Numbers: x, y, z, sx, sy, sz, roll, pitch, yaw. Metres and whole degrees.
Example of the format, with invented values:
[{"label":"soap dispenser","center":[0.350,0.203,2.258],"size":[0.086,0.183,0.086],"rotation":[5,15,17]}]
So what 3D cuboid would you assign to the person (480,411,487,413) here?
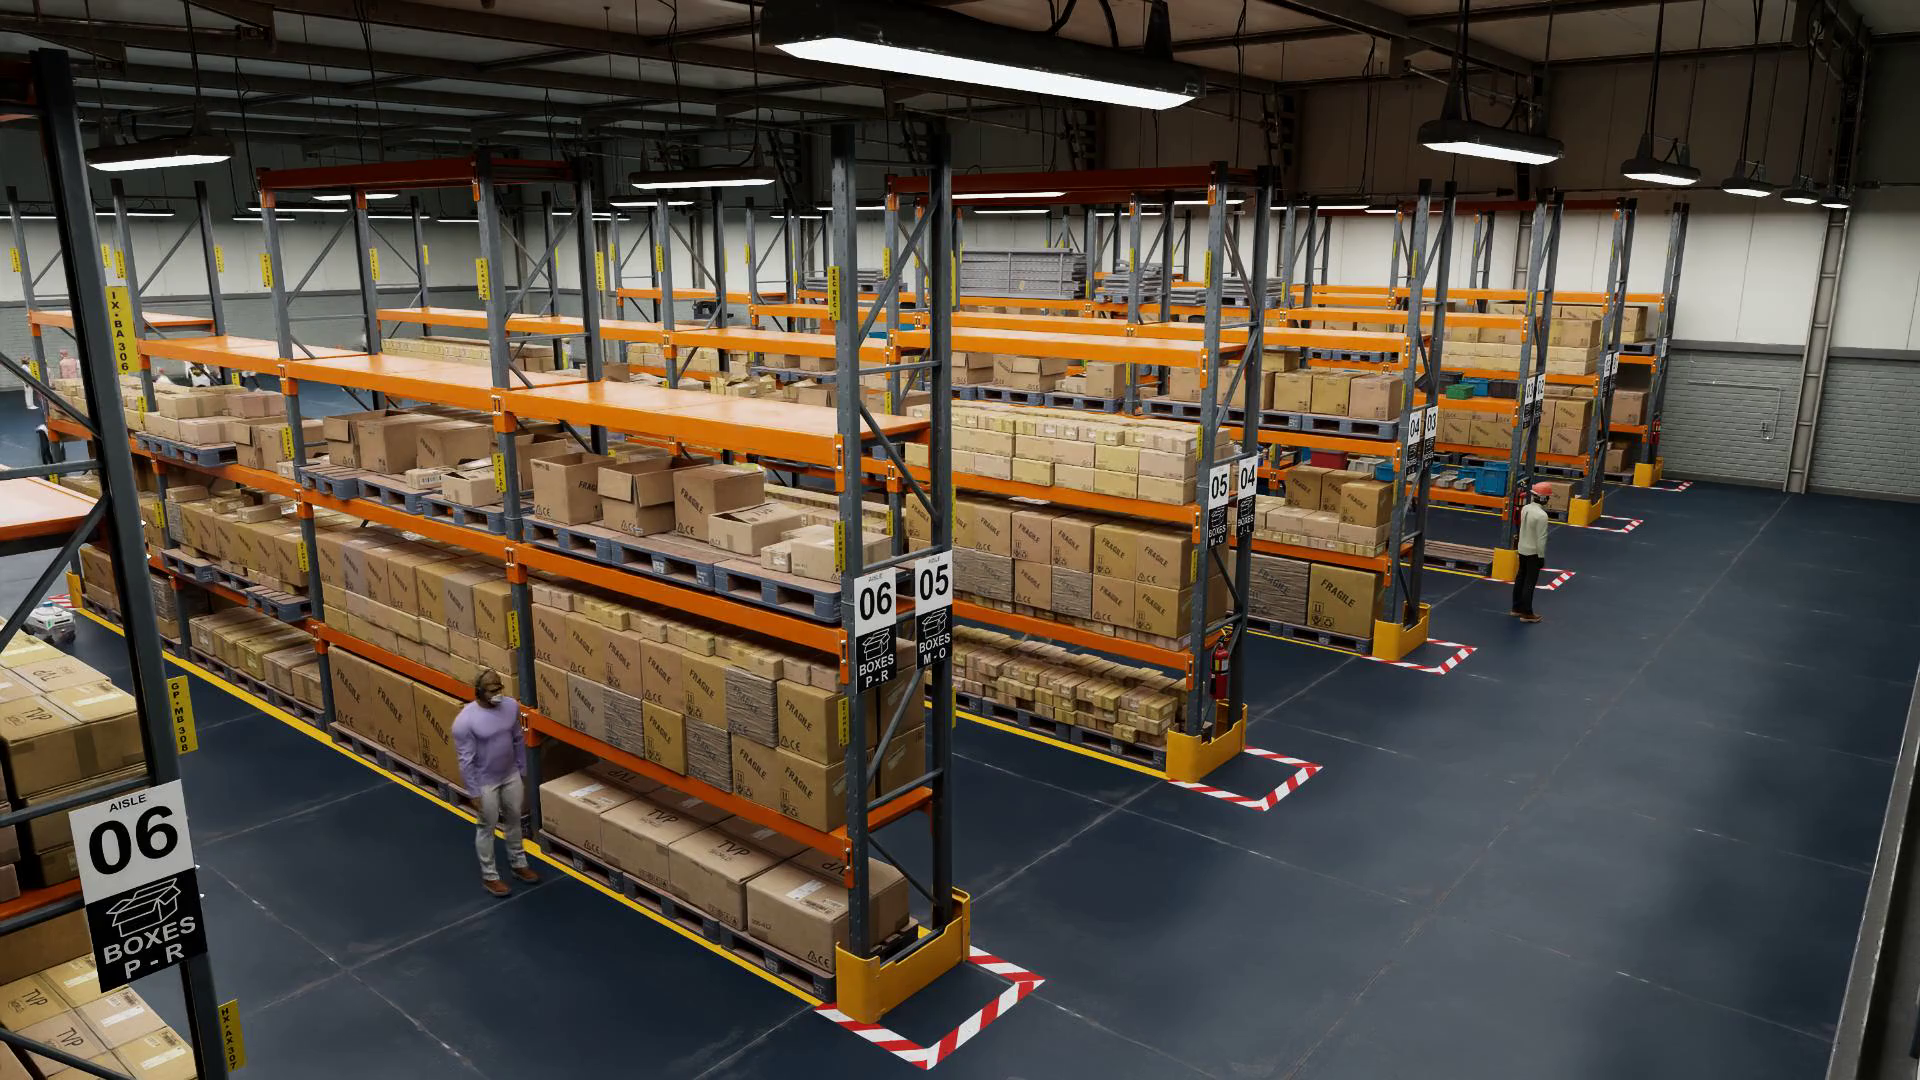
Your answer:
[{"label":"person","center":[-12.250,-3.380,32.493],"size":[0.552,1.935,0.366],"rotation":[12,18,41]}]

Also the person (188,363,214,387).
[{"label":"person","center":[-22.012,-4.316,36.569],"size":[0.642,1.829,0.595],"rotation":[-10,17,-35]}]

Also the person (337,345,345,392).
[{"label":"person","center":[-21.632,-6.017,44.048],"size":[0.509,1.596,0.819],"rotation":[-11,18,-39]}]

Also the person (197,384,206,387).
[{"label":"person","center":[-19.037,-3.094,31.814],"size":[0.536,1.699,0.322],"rotation":[-1,14,-3]}]

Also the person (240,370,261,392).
[{"label":"person","center":[-24.683,-5.914,43.488],"size":[0.874,1.649,0.550],"rotation":[-2,14,-8]}]

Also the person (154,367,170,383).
[{"label":"person","center":[-21.577,-3.769,34.218],"size":[0.779,1.880,0.652],"rotation":[-6,15,-24]}]

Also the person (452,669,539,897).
[{"label":"person","center":[-3.845,1.986,10.433],"size":[0.389,1.933,0.630],"rotation":[9,16,32]}]

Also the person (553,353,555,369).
[{"label":"person","center":[-11.777,-4.478,36.783],"size":[0.368,2.048,0.607],"rotation":[-3,14,-13]}]

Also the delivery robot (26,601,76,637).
[{"label":"delivery robot","center":[-12.249,1.072,16.958],"size":[0.707,0.478,0.477],"rotation":[9,16,31]}]

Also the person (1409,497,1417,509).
[{"label":"person","center":[8.858,-1.523,24.809],"size":[0.826,1.956,0.645],"rotation":[12,18,40]}]

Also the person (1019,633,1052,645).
[{"label":"person","center":[1.079,0.689,16.012],"size":[0.480,1.825,0.627],"rotation":[12,18,39]}]

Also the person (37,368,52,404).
[{"label":"person","center":[-27.748,-4.649,38.124],"size":[0.367,1.745,0.528],"rotation":[4,14,17]}]

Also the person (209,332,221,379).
[{"label":"person","center":[-28.343,-7.117,47.968],"size":[0.690,1.890,0.663],"rotation":[13,19,42]}]

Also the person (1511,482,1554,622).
[{"label":"person","center":[8.126,0.157,17.850],"size":[0.406,1.986,0.617],"rotation":[-1,14,-2]}]

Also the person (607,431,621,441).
[{"label":"person","center":[-7.377,-1.969,26.531],"size":[0.635,2.009,0.587],"rotation":[7,16,28]}]

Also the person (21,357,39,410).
[{"label":"person","center":[-29.158,-4.911,39.415],"size":[0.314,1.640,0.516],"rotation":[-5,14,-19]}]

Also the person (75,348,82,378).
[{"label":"person","center":[-27.374,-5.085,39.579],"size":[0.676,1.907,0.601],"rotation":[4,14,16]}]

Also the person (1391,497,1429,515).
[{"label":"person","center":[8.734,-1.398,24.355],"size":[0.907,1.925,0.618],"rotation":[6,15,22]}]

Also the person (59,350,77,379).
[{"label":"person","center":[-27.544,-4.921,38.916],"size":[0.399,1.902,0.643],"rotation":[-1,14,-3]}]

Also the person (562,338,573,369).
[{"label":"person","center":[-14.423,-6.616,46.069],"size":[0.656,1.810,0.601],"rotation":[6,15,24]}]

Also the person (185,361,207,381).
[{"label":"person","center":[-24.794,-5.361,40.872],"size":[0.985,1.845,0.594],"rotation":[7,15,26]}]

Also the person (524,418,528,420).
[{"label":"person","center":[-11.923,-3.713,34.167],"size":[0.533,1.789,0.985],"rotation":[-4,14,-17]}]

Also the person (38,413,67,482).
[{"label":"person","center":[-18.773,-1.767,25.981],"size":[0.826,1.892,0.590],"rotation":[-2,14,-7]}]

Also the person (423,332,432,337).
[{"label":"person","center":[-21.614,-7.813,51.396],"size":[0.515,1.614,0.553],"rotation":[1,14,3]}]

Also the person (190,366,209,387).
[{"label":"person","center":[-21.025,-3.945,35.044],"size":[0.658,1.844,0.414],"rotation":[2,14,6]}]

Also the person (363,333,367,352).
[{"label":"person","center":[-22.643,-7.327,48.606],"size":[1.017,2.000,0.703],"rotation":[-1,14,-5]}]

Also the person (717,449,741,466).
[{"label":"person","center":[-3.976,-0.730,21.639],"size":[0.507,1.905,0.627],"rotation":[7,15,25]}]

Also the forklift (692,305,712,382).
[{"label":"forklift","center":[-9.511,-7.392,47.124],"size":[1.873,2.768,1.129],"rotation":[11,17,38]}]

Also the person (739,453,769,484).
[{"label":"person","center":[-3.509,-0.649,21.461],"size":[0.633,1.842,0.429],"rotation":[5,14,18]}]
